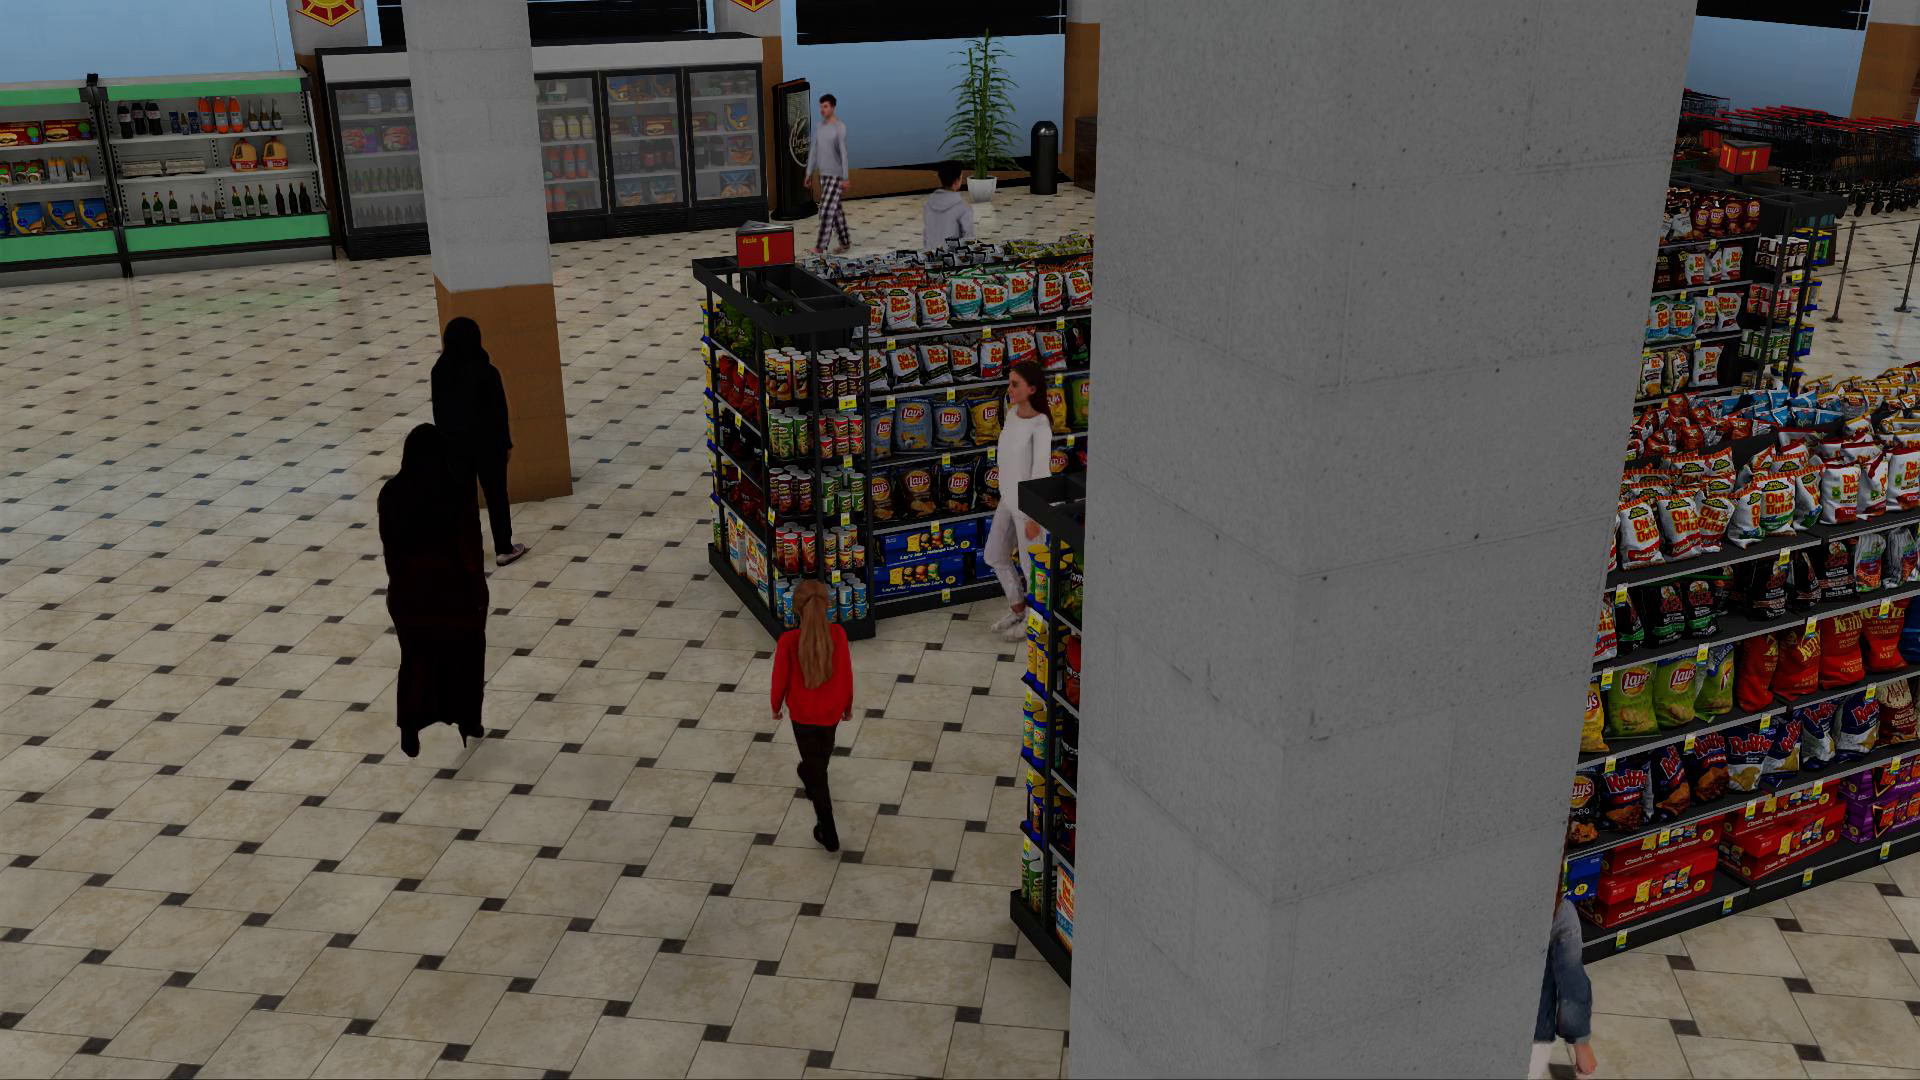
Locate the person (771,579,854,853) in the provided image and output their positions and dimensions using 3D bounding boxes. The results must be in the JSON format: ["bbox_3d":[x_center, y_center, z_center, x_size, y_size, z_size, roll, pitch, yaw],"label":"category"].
[{"bbox_3d":[-0.638,0.812,7.526,0.812,1.250,0.571,-9,24,-22],"label":"person"}]

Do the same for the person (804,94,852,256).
[{"bbox_3d":[-1.433,-4.239,19.331,1.116,1.821,0.855,-20,29,-40],"label":"person"}]

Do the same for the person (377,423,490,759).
[{"bbox_3d":[-2.586,0.304,8.132,0.923,1.741,0.935,1,22,1],"label":"person"}]

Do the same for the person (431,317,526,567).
[{"bbox_3d":[-3.096,-0.614,10.591,0.732,1.611,0.818,3,22,6],"label":"person"}]

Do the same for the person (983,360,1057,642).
[{"bbox_3d":[0.433,-0.223,9.520,0.603,1.683,0.646,-12,25,-28],"label":"person"}]

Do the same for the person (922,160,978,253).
[{"bbox_3d":[-0.158,-2.293,14.362,0.894,1.914,0.966,14,26,31],"label":"person"}]
